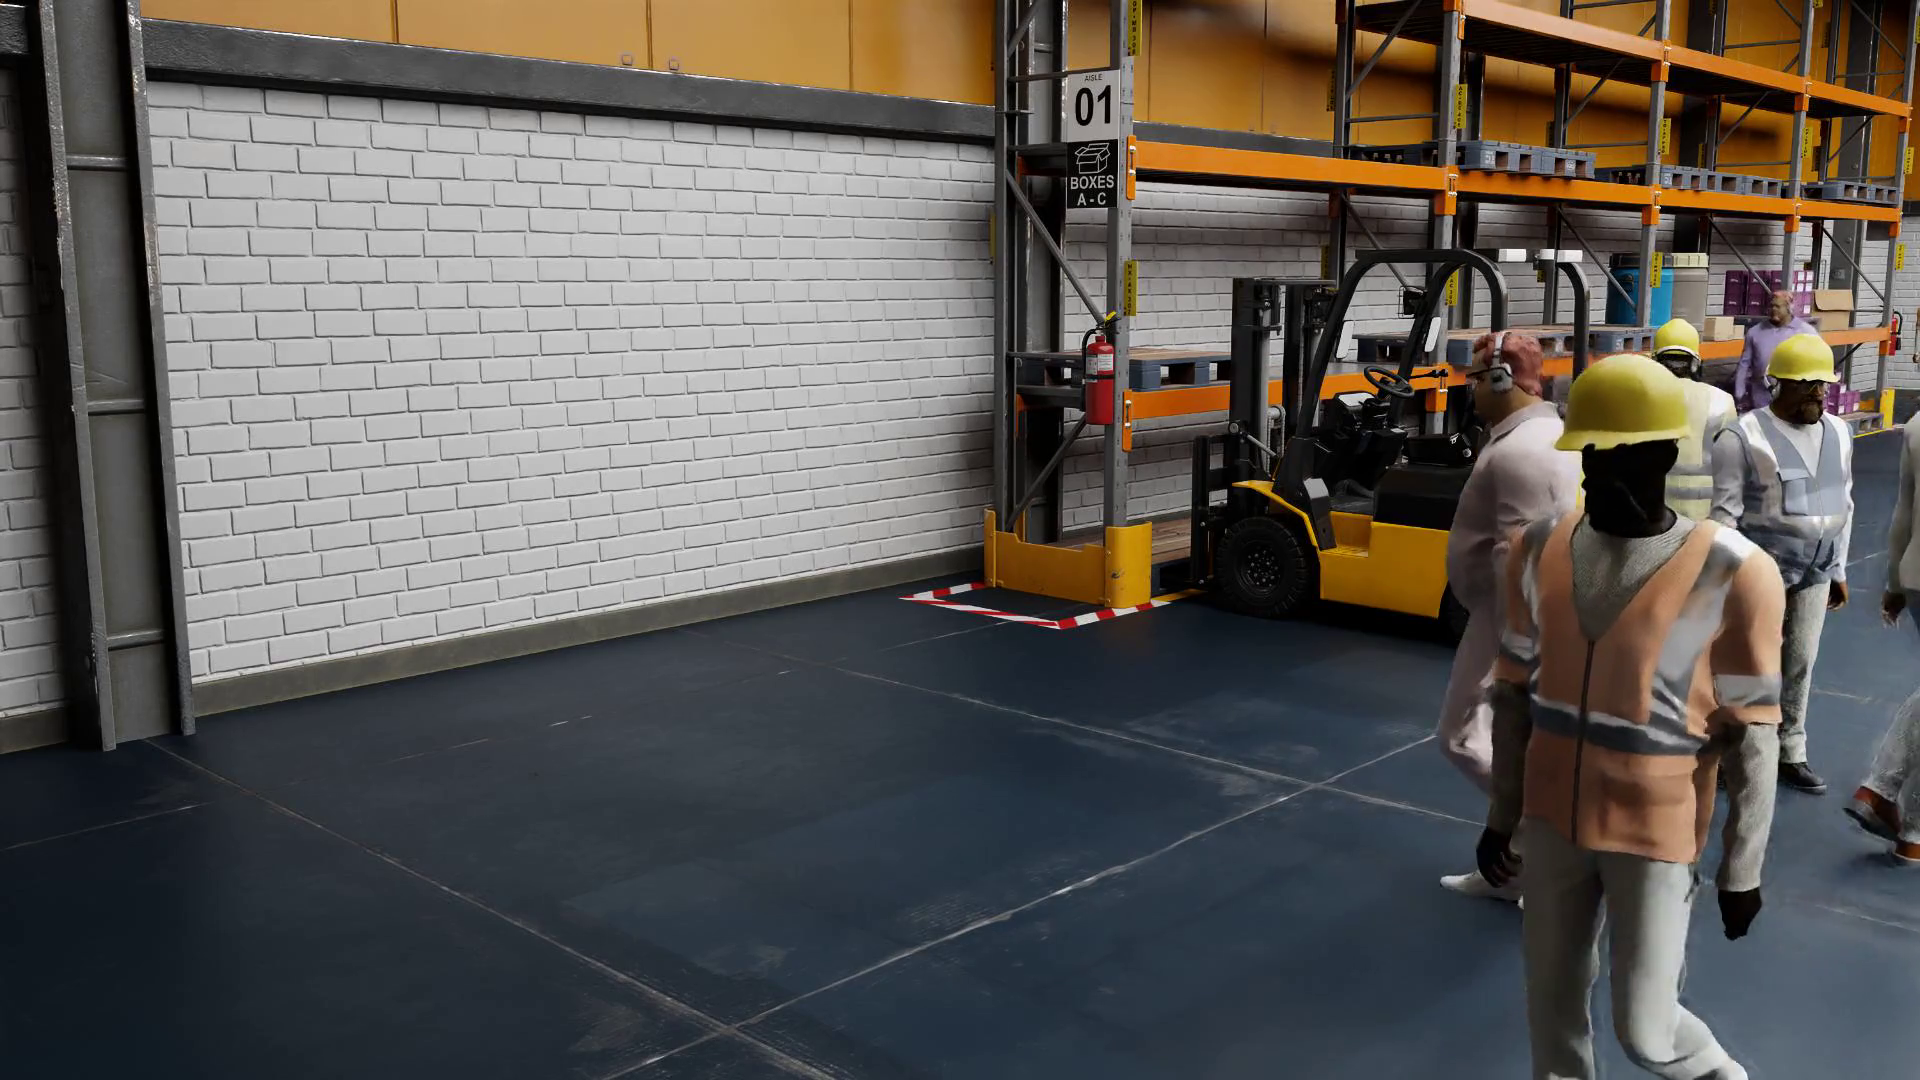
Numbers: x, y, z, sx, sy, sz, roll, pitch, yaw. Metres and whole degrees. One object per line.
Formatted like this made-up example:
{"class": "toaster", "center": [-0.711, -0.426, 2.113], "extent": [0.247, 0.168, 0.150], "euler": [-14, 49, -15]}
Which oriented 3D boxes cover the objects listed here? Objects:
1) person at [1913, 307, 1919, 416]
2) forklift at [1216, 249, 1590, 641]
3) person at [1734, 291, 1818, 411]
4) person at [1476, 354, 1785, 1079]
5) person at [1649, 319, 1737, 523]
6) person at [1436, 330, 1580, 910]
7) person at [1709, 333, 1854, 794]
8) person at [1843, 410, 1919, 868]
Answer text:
{"class": "person", "center": [13.432, -2.622, 22.915], "extent": [0.548, 1.934, 0.375], "euler": [3, 10, 16]}
{"class": "forklift", "center": [2.710, -0.584, 9.626], "extent": [2.313, 2.155, 1.214], "euler": [9, 13, 43]}
{"class": "person", "center": [7.460, -1.347, 15.331], "extent": [0.942, 1.859, 0.660], "euler": [-8, 12, -41]}
{"class": "person", "center": [1.408, 0.563, 3.476], "extent": [0.607, 1.906, 0.592], "euler": [-7, 12, -36]}
{"class": "person", "center": [3.427, -0.152, 8.084], "extent": [0.600, 1.829, 0.404], "euler": [2, 9, 11]}
{"class": "person", "center": [1.790, 0.270, 5.371], "extent": [0.463, 1.879, 0.657], "euler": [5, 10, 27]}
{"class": "person", "center": [3.223, 0.107, 6.525], "extent": [0.591, 1.826, 0.403], "euler": [-2, 9, -12]}
{"class": "person", "center": [3.412, 0.210, 5.605], "extent": [0.422, 1.918, 0.662], "euler": [-2, 9, -10]}
